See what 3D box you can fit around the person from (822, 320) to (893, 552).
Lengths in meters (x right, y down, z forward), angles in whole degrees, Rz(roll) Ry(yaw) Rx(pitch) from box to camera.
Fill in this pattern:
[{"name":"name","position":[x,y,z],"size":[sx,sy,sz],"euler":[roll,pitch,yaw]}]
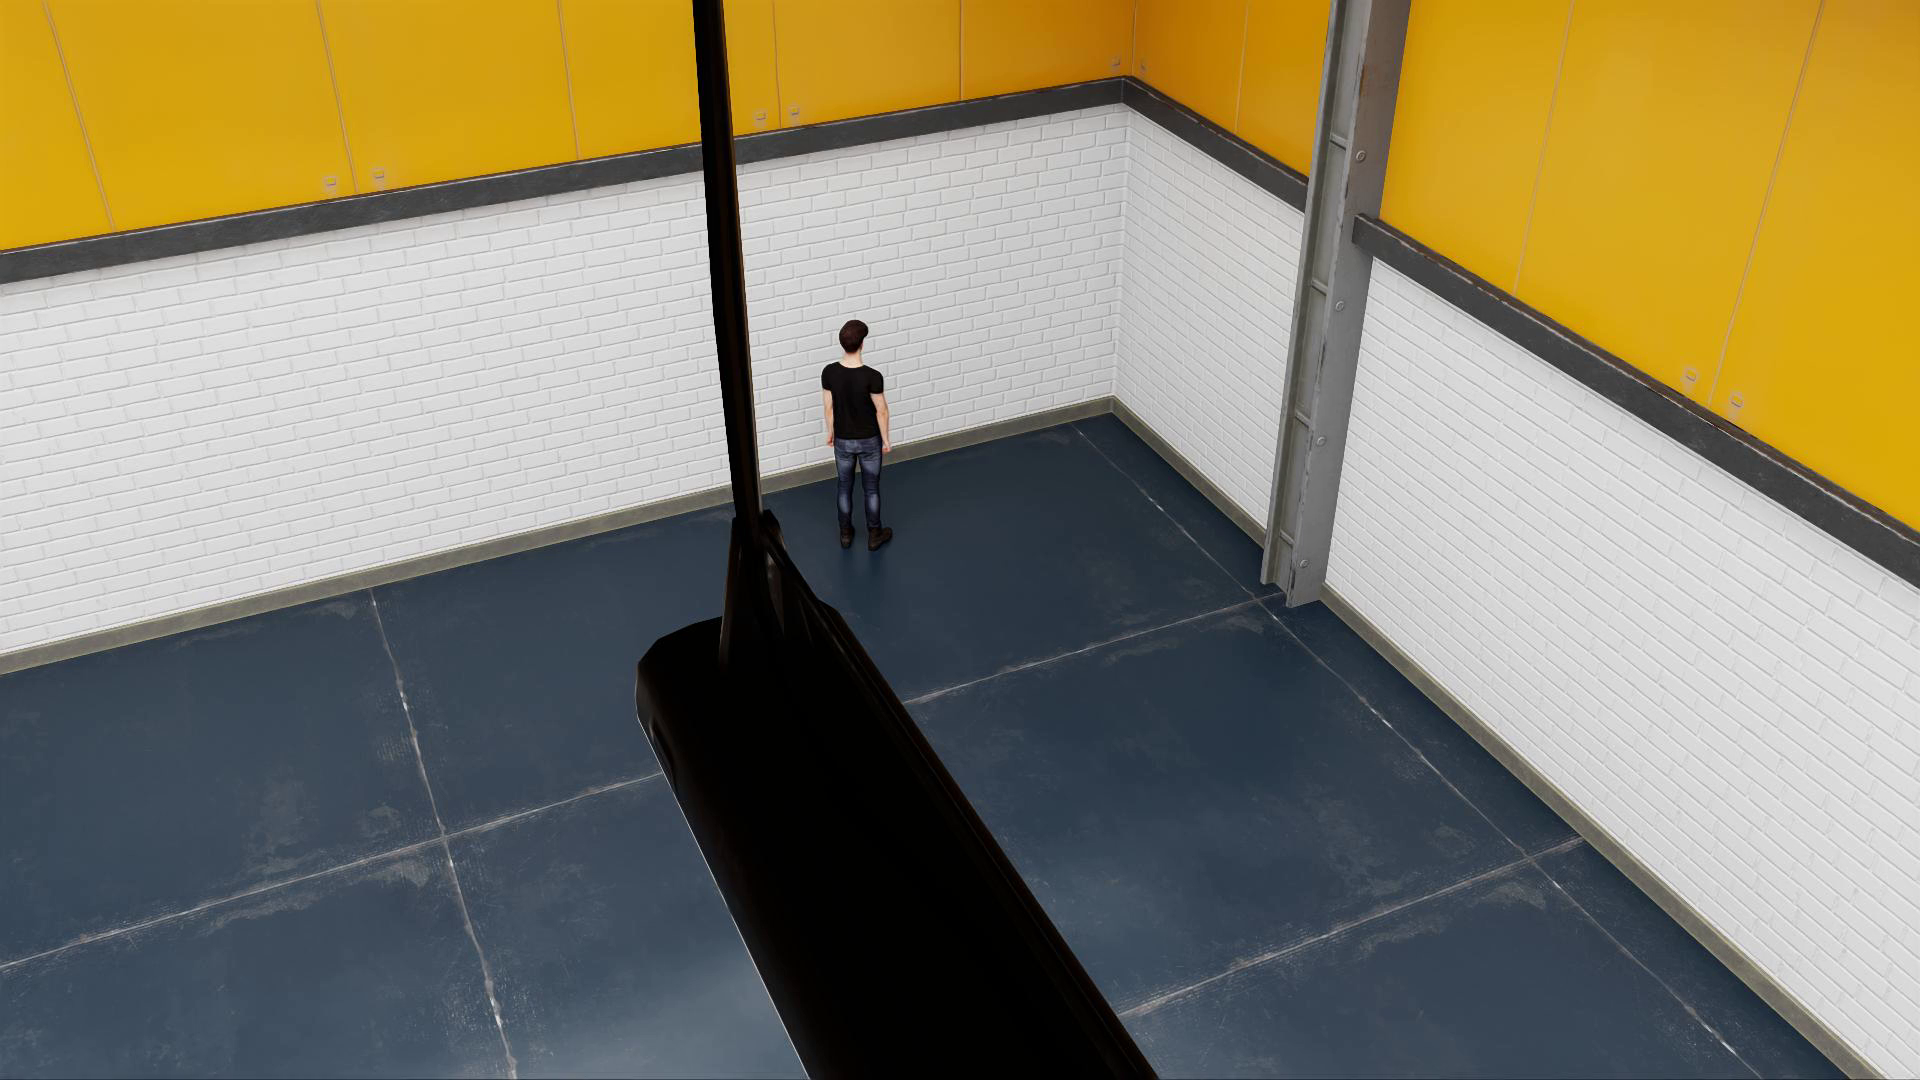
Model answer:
[{"name":"person","position":[-0.781,-0.776,12.586],"size":[0.754,1.897,0.781],"euler":[7,34,10]}]
